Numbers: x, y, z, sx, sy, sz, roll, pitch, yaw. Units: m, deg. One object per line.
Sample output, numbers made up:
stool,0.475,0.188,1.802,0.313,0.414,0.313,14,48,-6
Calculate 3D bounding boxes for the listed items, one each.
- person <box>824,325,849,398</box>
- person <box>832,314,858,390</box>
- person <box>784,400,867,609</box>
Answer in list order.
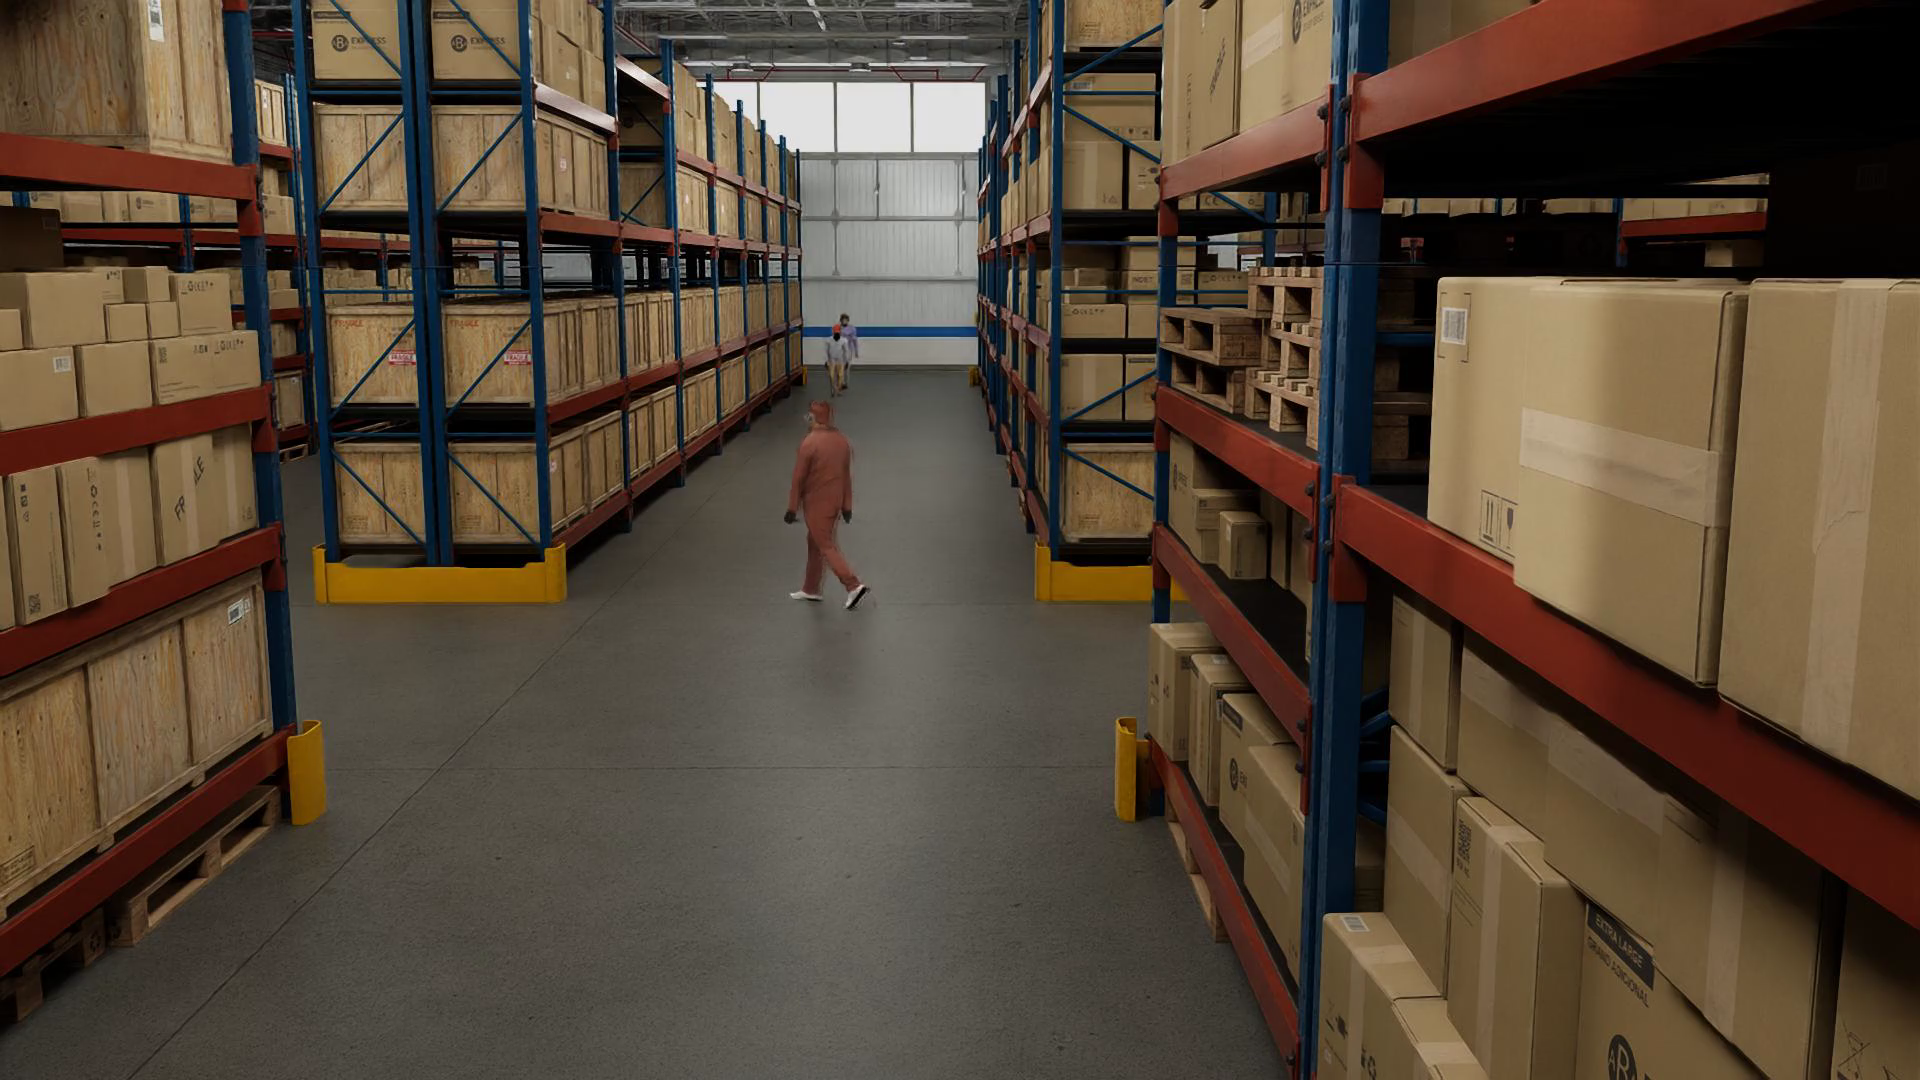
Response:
person,-2.903,-4.217,39.265,0.587,1.708,0.844,-1,9,-6
person,-2.878,-4.723,41.807,0.654,1.893,0.977,-2,9,-11
person,-1.186,-0.323,14.942,0.889,1.872,0.640,5,11,28
